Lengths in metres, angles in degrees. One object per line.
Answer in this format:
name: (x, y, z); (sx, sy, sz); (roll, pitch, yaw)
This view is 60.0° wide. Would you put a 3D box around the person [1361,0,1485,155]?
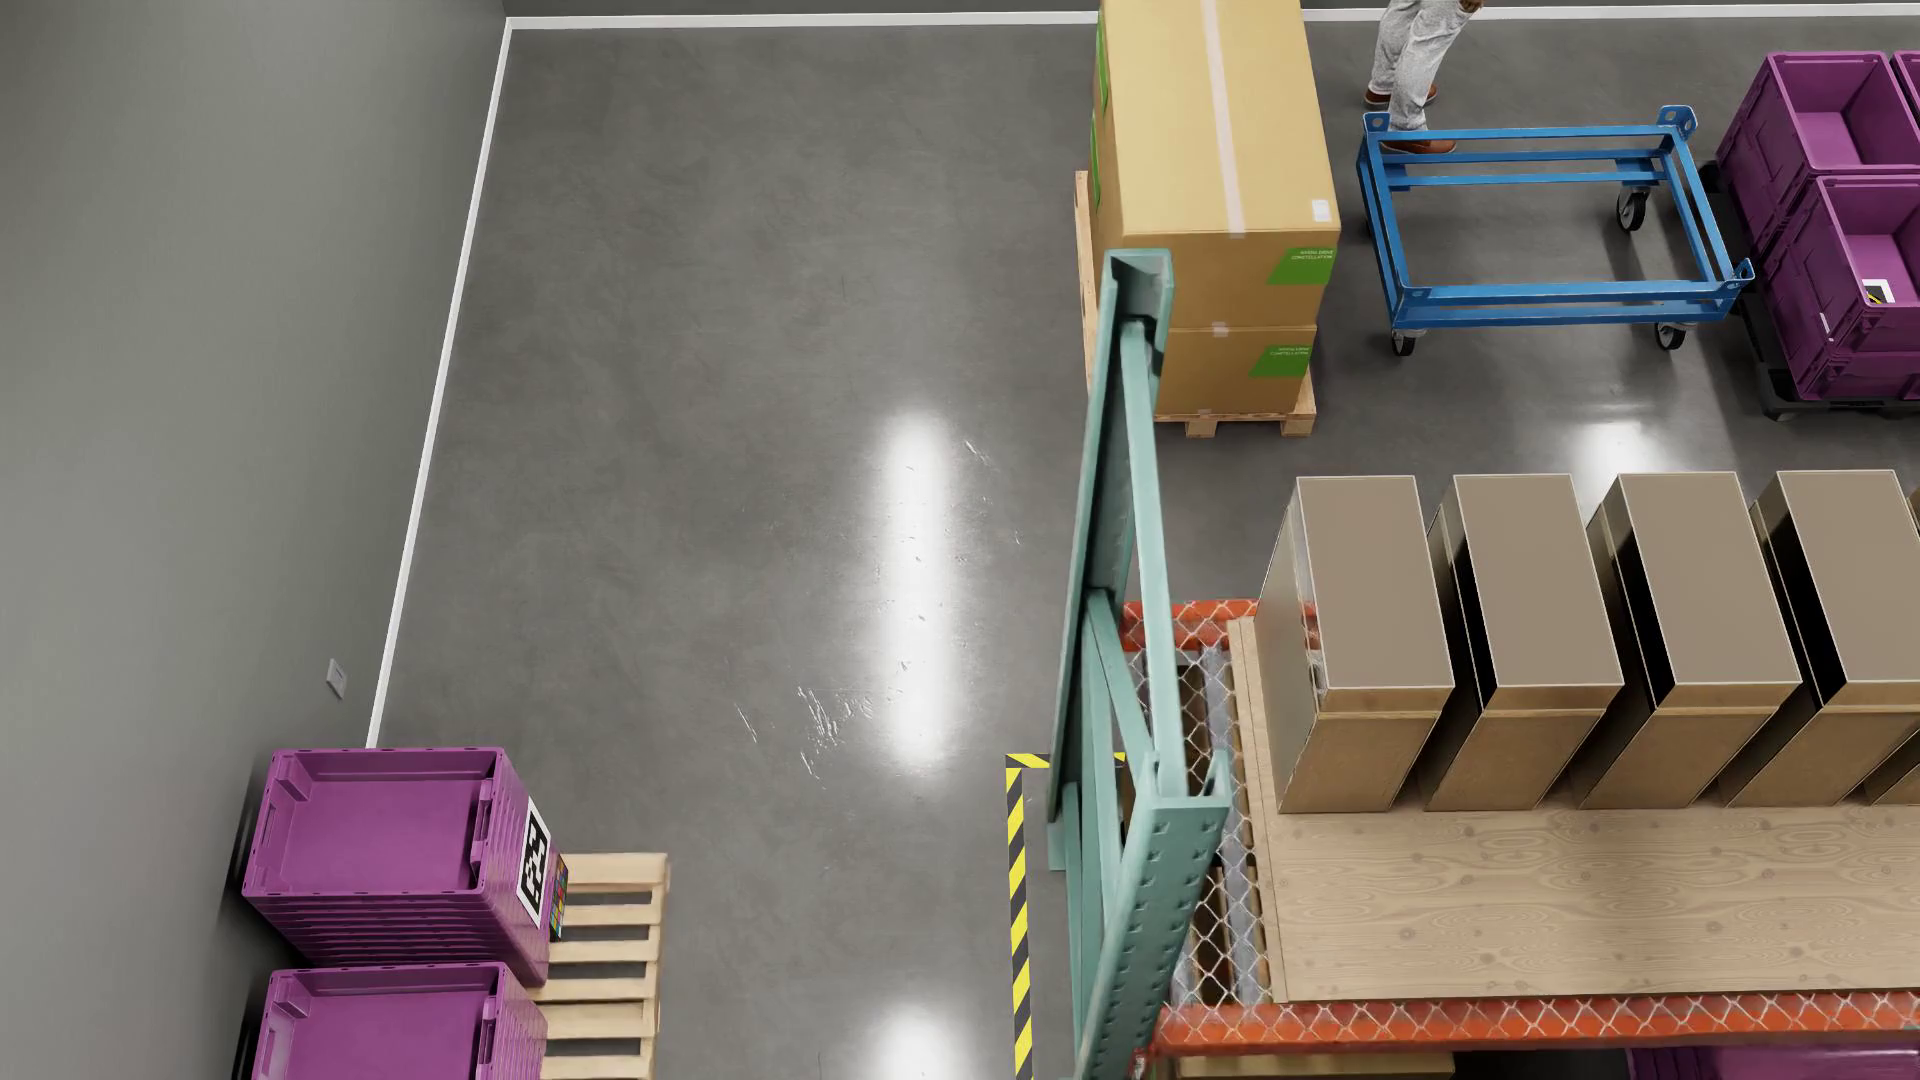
person: (1.827, -2.235, 6.073); (0.359, 1.938, 0.635); (-3, 58, -2)
